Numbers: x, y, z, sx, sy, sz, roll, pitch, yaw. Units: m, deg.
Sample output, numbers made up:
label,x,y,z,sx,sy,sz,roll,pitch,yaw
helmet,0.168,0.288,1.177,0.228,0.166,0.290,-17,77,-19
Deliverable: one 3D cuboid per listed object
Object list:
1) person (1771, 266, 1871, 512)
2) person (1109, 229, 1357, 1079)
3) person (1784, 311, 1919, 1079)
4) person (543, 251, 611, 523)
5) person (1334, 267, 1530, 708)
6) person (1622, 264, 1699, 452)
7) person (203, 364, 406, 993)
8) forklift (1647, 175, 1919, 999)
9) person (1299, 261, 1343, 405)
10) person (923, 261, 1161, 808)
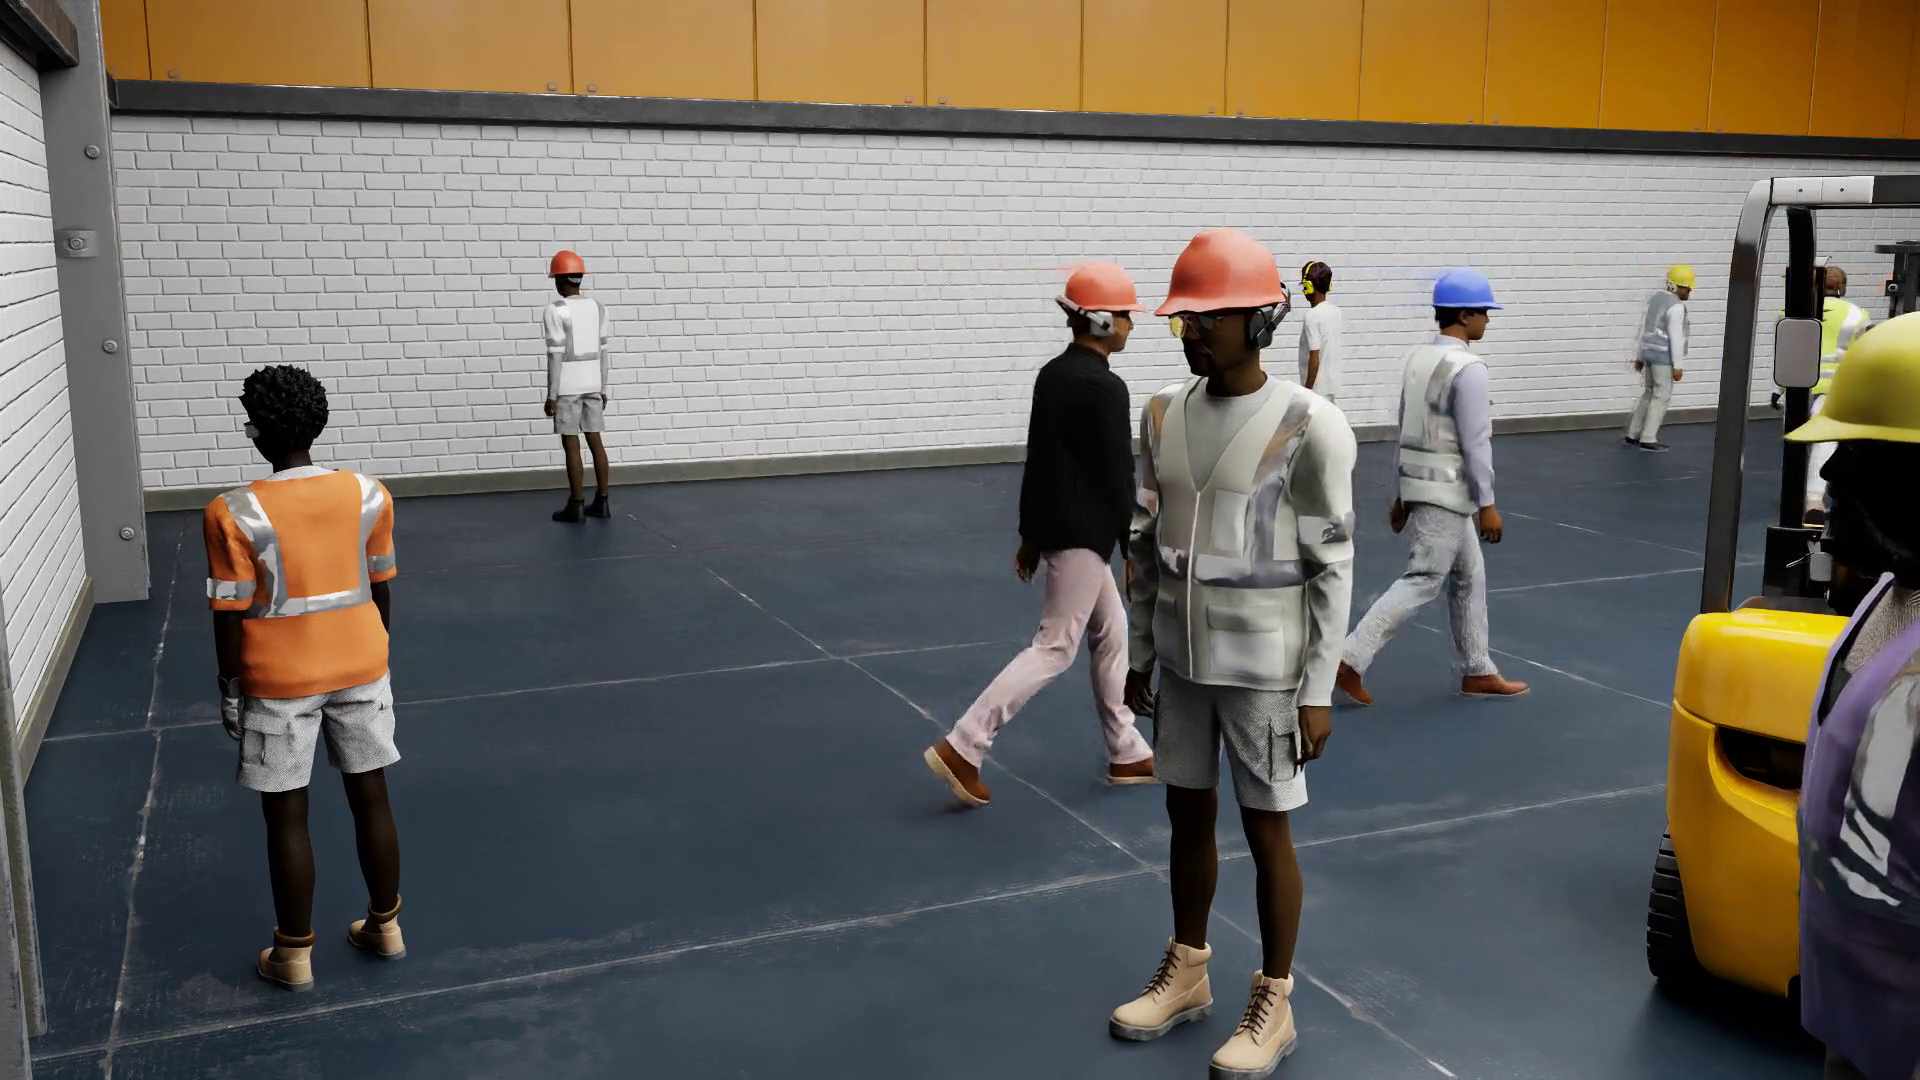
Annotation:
label,x,y,z,sx,sy,sz,roll,pitch,yaw
person,6.460,-1.128,12.459,0.657,1.811,0.793,7,13,36
person,0.628,0.289,4.003,0.393,2.041,0.613,-10,14,-42
person,1.299,0.652,2.323,0.388,1.926,0.590,3,11,18
person,-2.766,-1.092,11.914,0.378,1.932,0.551,8,13,36
person,2.008,-0.208,7.132,0.954,1.912,0.601,0,10,-3
person,6.667,-1.716,15.767,0.460,1.787,0.646,0,10,2
person,-1.761,0.373,4.512,0.320,1.694,0.531,9,14,42
forklift,2.810,0.094,4.662,1.214,2.155,2.313,7,12,34
person,2.480,-1.003,11.623,0.334,1.864,0.521,7,12,33
person,0.352,-0.011,5.921,1.005,1.956,0.632,-3,11,-15
